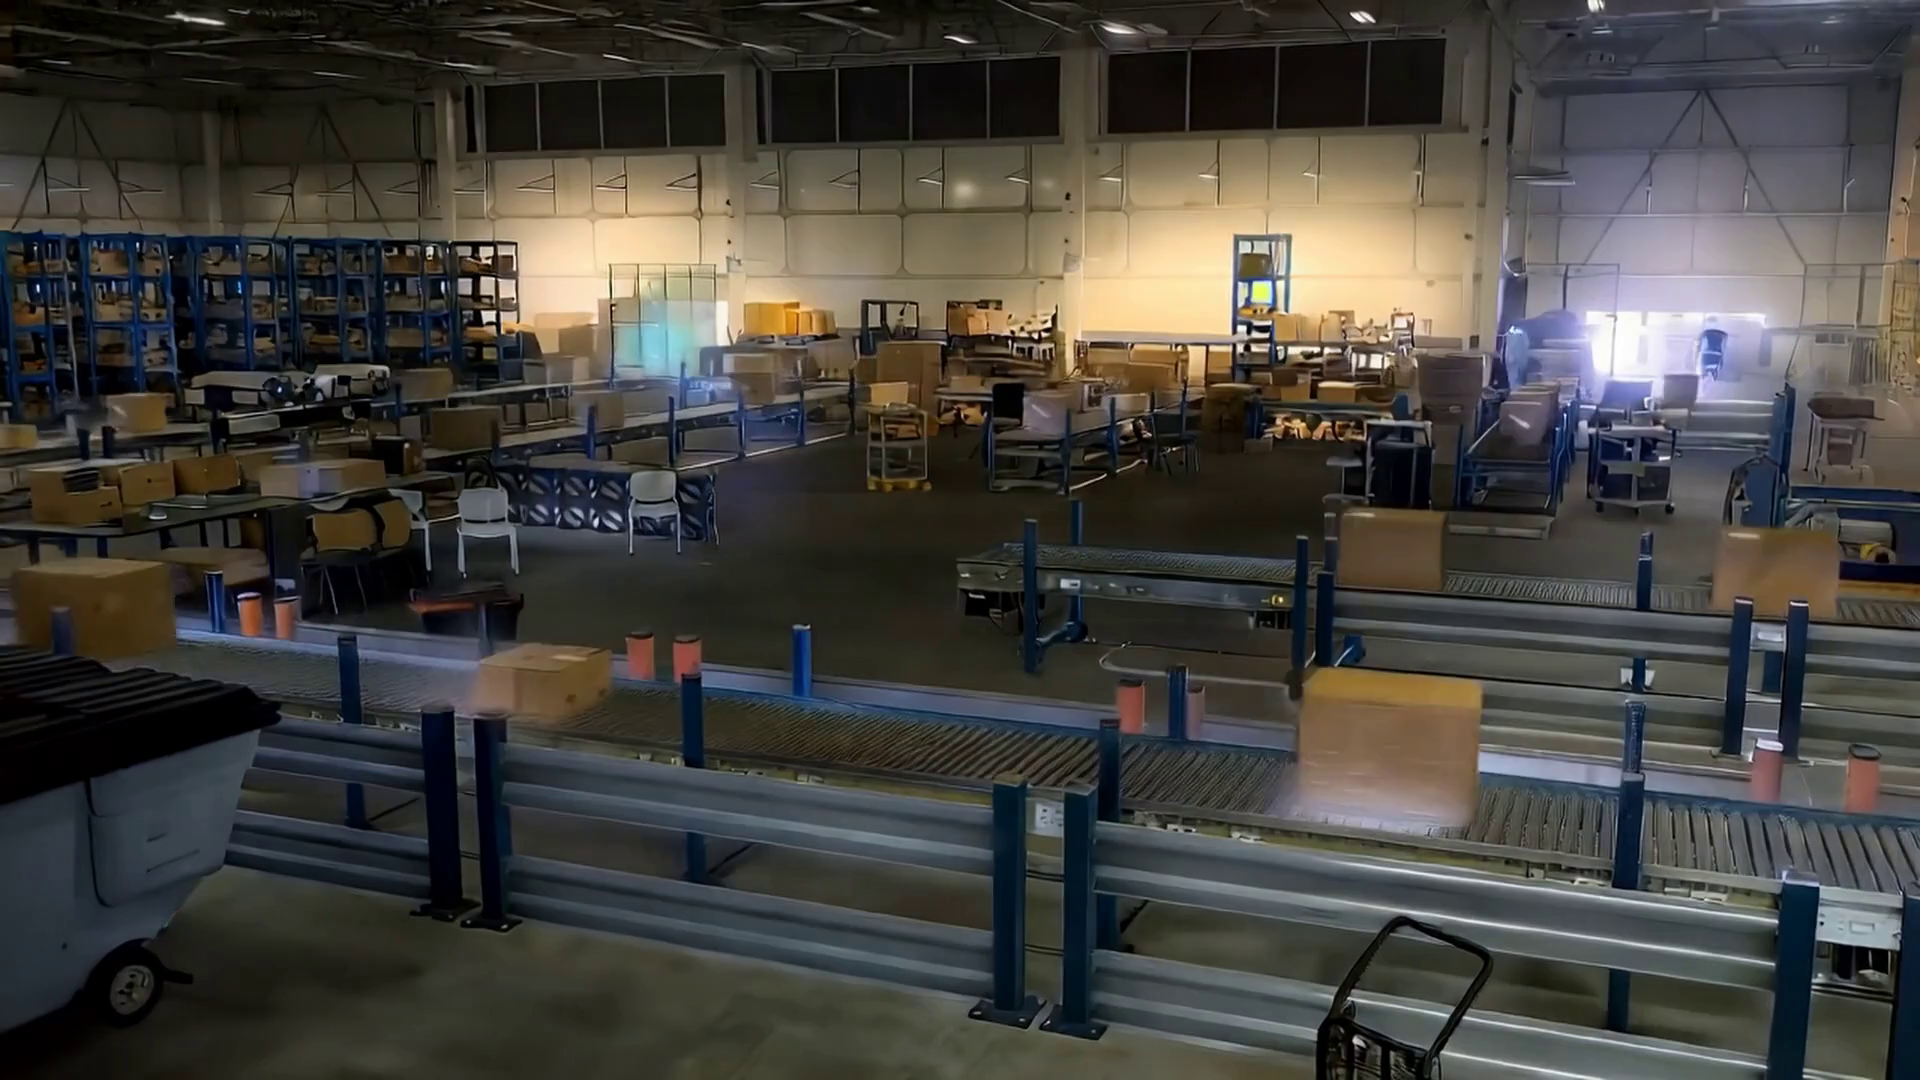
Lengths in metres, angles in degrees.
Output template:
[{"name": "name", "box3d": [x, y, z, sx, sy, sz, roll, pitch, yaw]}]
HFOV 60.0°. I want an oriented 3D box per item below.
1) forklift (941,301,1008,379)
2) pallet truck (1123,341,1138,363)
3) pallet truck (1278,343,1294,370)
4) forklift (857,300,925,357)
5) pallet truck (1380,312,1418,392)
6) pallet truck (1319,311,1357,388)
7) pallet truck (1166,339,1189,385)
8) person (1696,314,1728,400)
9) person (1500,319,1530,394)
[{"name": "forklift", "box3d": [0.365, -4.966, 41.571, 1.157, 1.987, 2.680, 3, 10, 20]}, {"name": "pallet truck", "box3d": [4.445, -4.380, 41.279, 0.680, 1.201, 1.601, 4, 10, 22]}, {"name": "pallet truck", "box3d": [7.886, -4.163, 39.743, 0.653, 1.274, 1.630, 4, 10, 22]}, {"name": "forklift", "box3d": [-1.732, -5.109, 42.468, 1.157, 1.987, 2.680, 4, 10, 22]}, {"name": "pallet truck", "box3d": [10.207, -4.283, 38.369, 0.823, 1.965, 1.885, 3, 10, 20]}, {"name": "pallet truck", "box3d": [9.071, -4.419, 39.190, 0.823, 1.965, 1.885, 5, 10, 26]}, {"name": "pallet truck", "box3d": [5.418, -4.269, 40.420, 0.704, 1.261, 1.522, 3, 10, 20]}, {"name": "person", "box3d": [15.707, -3.710, 34.832, 0.610, 2.015, 0.778, 1, 9, 4]}, {"name": "person", "box3d": [12.196, -3.919, 36.549, 0.900, 1.875, 0.653, -6, 11, -30]}]
